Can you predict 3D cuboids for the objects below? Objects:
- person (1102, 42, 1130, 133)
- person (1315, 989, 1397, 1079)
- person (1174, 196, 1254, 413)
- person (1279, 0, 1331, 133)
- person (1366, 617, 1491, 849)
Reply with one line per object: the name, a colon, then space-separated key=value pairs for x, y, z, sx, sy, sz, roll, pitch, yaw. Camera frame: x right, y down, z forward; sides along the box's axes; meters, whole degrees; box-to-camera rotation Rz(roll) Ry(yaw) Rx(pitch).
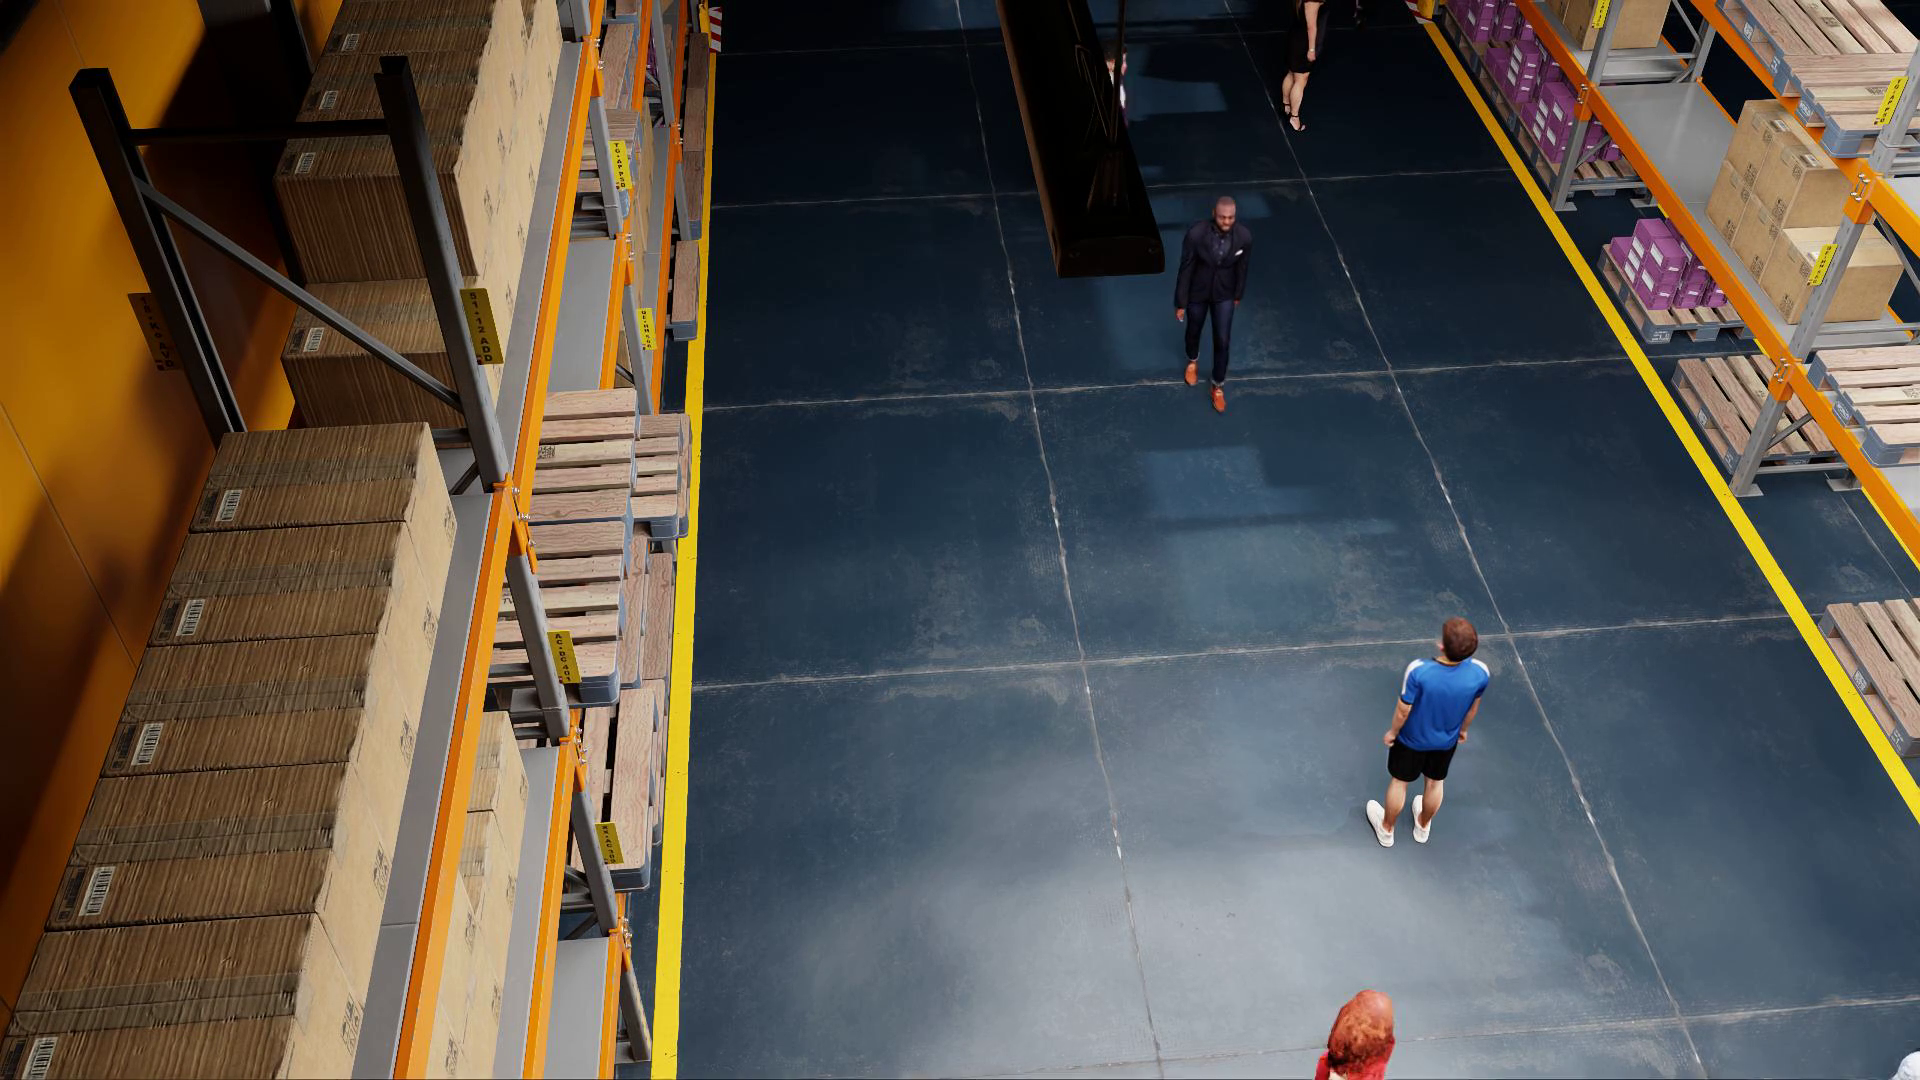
person: x=1.200 y=-3.536 z=14.702 sx=1.156 sy=1.822 sz=1.212 roll=19 pitch=47 yaw=19
person: x=1.852 y=2.863 z=8.008 sx=0.887 sy=1.791 sz=0.891 roll=28 pitch=50 yaw=26
person: x=1.957 y=-1.974 z=13.084 sx=0.806 sy=1.793 sz=0.961 roll=4 pitch=44 yaw=5
person: x=3.320 y=-4.807 z=16.112 sx=0.713 sy=1.718 sz=0.543 roll=-6 pitch=44 yaw=-6
person: x=2.753 y=1.130 z=9.774 sx=0.638 sy=1.864 sz=0.550 roll=-3 pitch=44 yaw=-3
